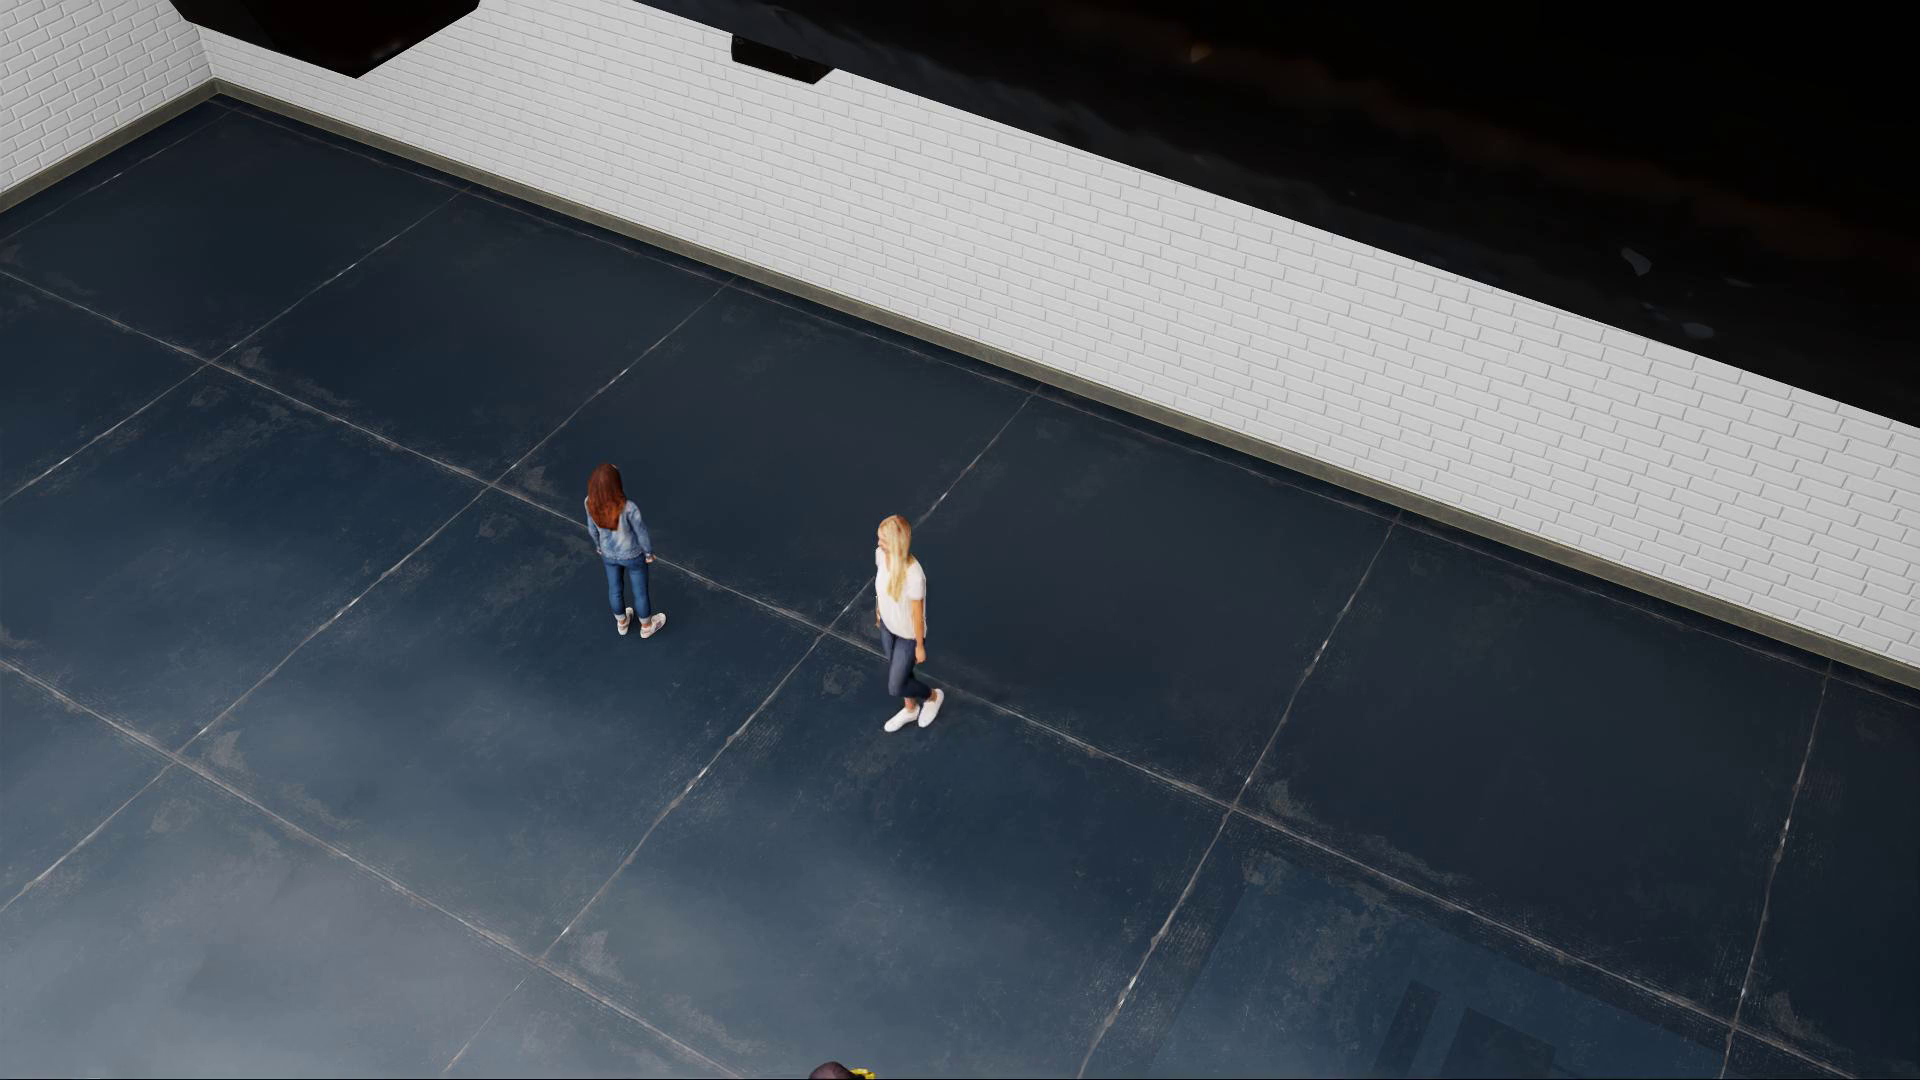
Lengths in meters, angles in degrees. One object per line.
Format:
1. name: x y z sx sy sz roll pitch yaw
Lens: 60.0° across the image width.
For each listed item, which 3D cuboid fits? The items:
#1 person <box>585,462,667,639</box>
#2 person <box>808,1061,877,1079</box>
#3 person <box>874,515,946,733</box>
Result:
1. person: -2.211 0.072 10.876 0.612 1.477 0.585 10 45 11
2. person: -0.574 2.907 7.775 0.976 1.660 0.797 31 52 28
3. person: -0.270 0.514 10.178 0.800 1.800 0.746 -26 49 -24
